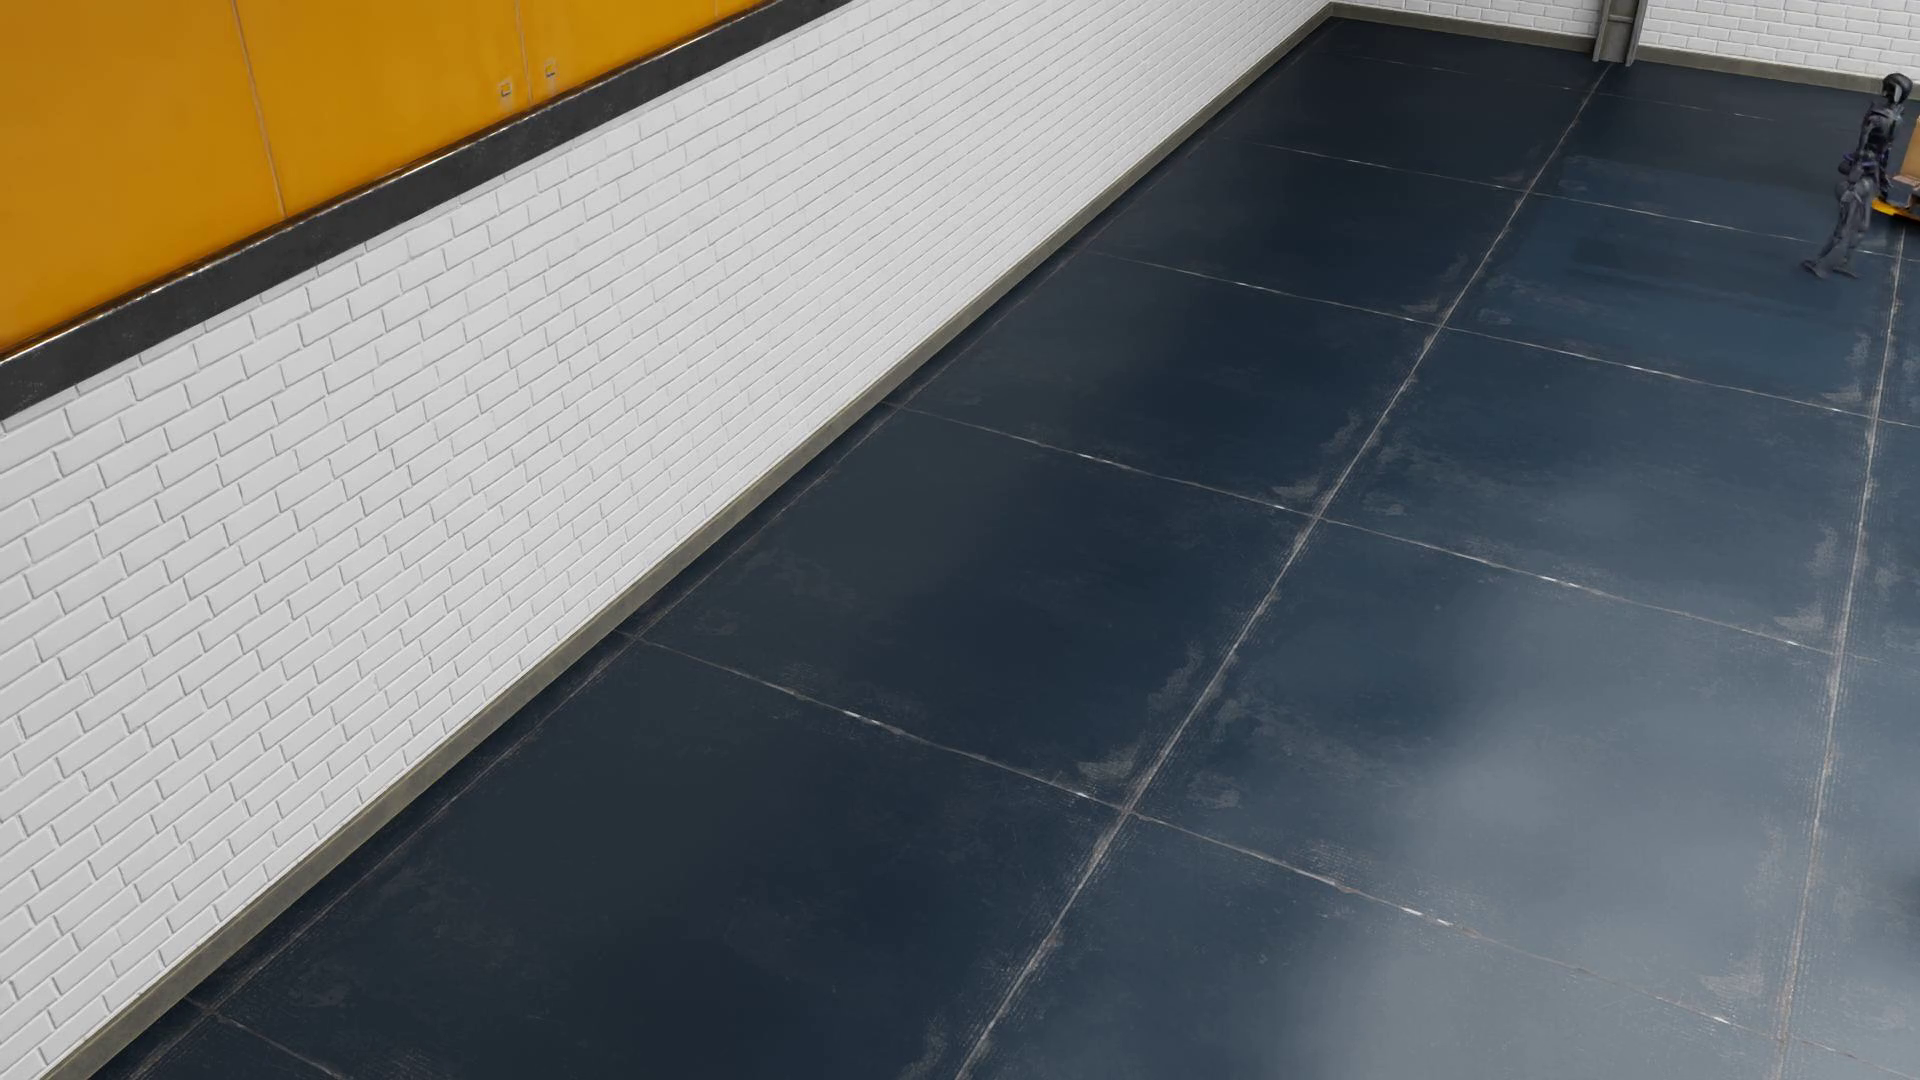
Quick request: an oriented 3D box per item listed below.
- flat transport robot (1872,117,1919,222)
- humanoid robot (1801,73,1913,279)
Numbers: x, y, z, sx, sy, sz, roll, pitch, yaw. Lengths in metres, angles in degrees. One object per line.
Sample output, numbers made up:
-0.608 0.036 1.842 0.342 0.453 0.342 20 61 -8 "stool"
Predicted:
8.556 -2.723 14.028 0.659 0.231 1.431 -21 39 -28 "flat transport robot"
7.014 -2.824 12.923 0.588 1.651 0.386 -23 40 -30 "humanoid robot"
